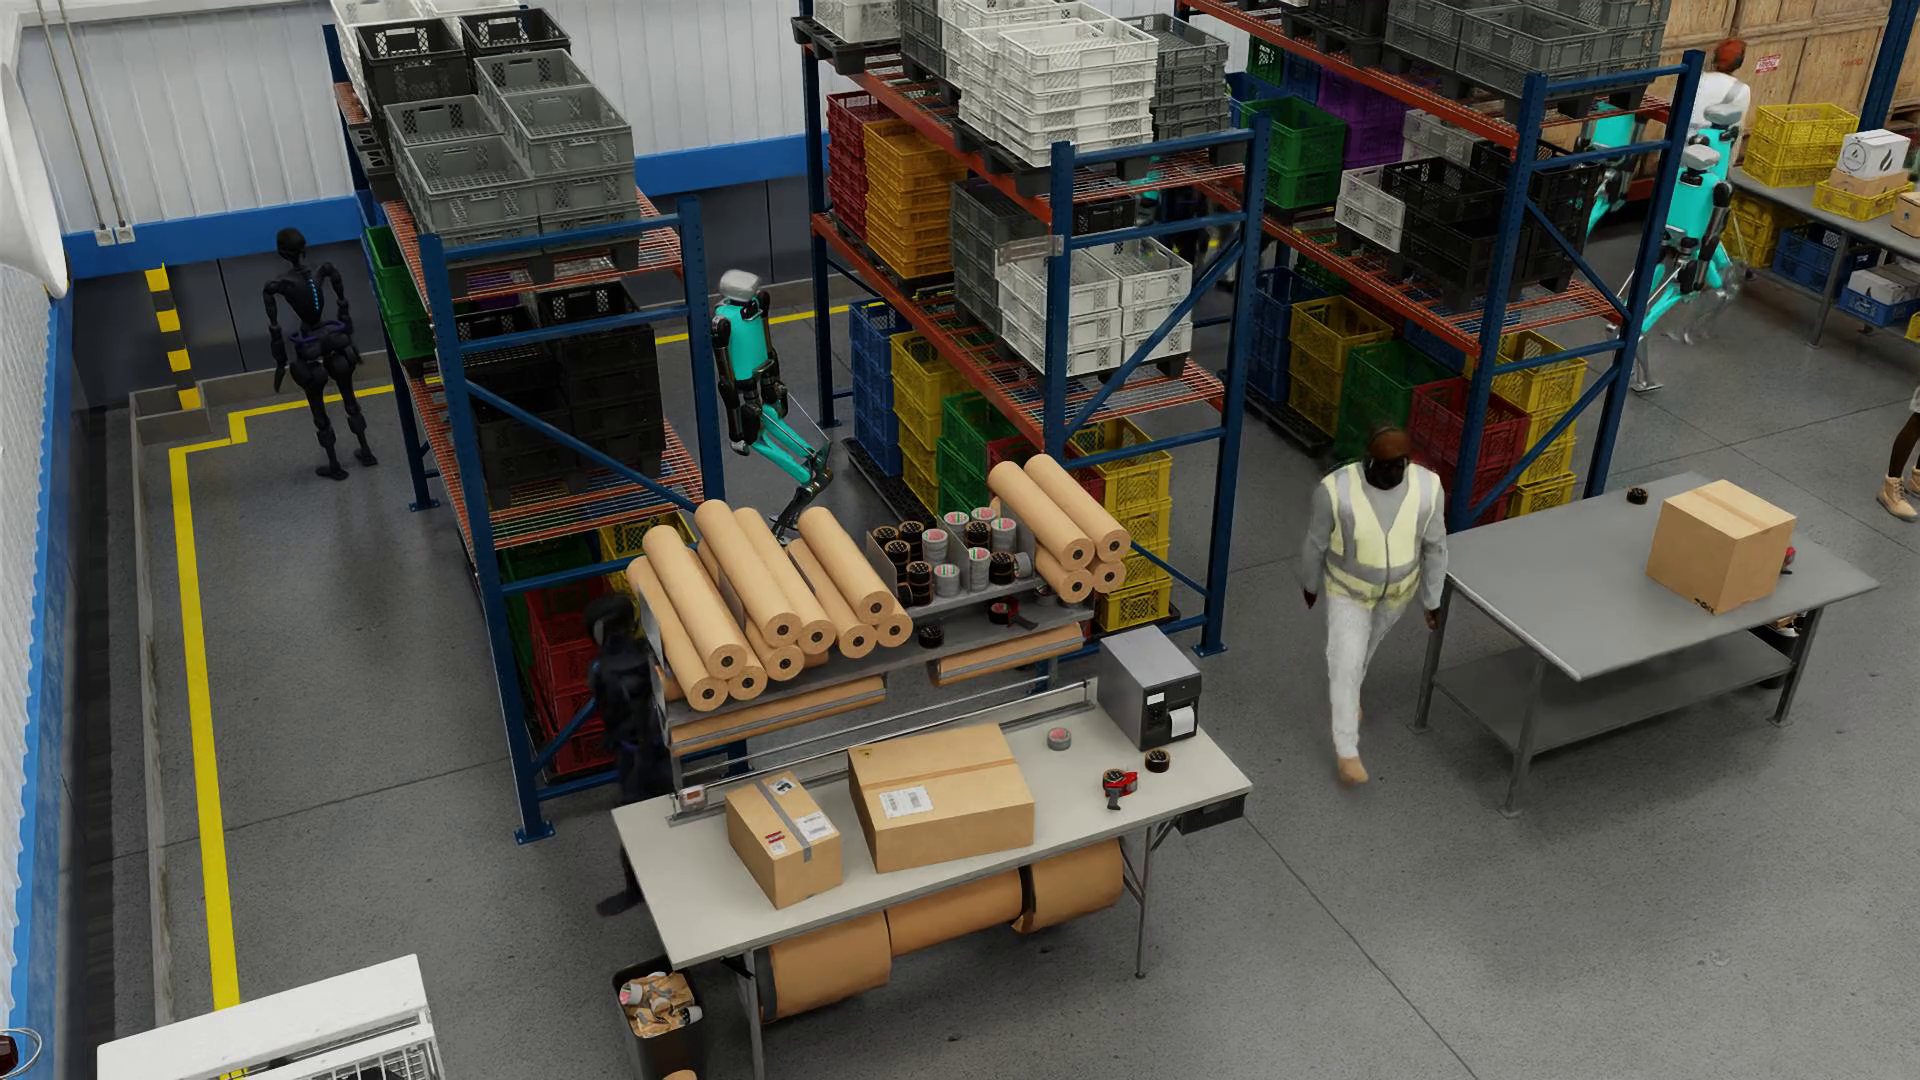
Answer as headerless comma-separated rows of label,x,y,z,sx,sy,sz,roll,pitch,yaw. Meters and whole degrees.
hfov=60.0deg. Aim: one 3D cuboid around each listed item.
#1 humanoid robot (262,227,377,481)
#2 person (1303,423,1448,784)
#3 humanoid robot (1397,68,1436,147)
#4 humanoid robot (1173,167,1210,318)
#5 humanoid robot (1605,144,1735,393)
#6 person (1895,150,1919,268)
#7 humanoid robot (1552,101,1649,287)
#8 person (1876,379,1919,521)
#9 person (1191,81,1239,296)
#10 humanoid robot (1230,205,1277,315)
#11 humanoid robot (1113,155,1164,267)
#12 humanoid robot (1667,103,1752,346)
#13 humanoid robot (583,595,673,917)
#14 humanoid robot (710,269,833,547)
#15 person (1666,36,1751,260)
humanoid robot,-4.073,-1.182,10.532,0.315,1.657,0.599,23,39,33
person,2.012,0.292,8.035,0.635,1.794,0.968,-3,32,-4
humanoid robot,3.648,-3.254,13.897,0.599,1.657,0.315,3,32,5
humanoid robot,1.713,-2.466,12.628,0.346,1.640,0.604,-12,33,-18
humanoid robot,4.789,-1.836,11.459,0.741,1.692,0.531,-20,37,-28
person,7.592,-2.773,12.894,0.438,1.924,0.641,2,32,3
humanoid robot,4.888,-2.725,12.984,0.721,1.767,0.533,-24,39,-34
person,6.063,-1.081,10.036,0.604,2.045,0.384,-11,33,-17
person,2.041,-2.756,12.975,0.655,1.815,0.431,-10,33,-16
humanoid robot,2.298,-2.488,12.673,0.436,1.652,0.610,-4,32,-6
humanoid robot,1.178,-2.190,12.176,0.775,1.819,0.540,-17,35,-25
humanoid robot,5.611,-2.271,12.244,0.532,1.765,0.719,-24,39,-33
humanoid robot,-1.415,0.914,7.151,0.547,1.646,0.601,-15,35,-23
humanoid robot,-1.025,-0.719,9.610,0.735,1.676,0.533,14,34,21
person,6.025,-3.143,13.551,0.558,1.864,0.600,-22,38,-31
